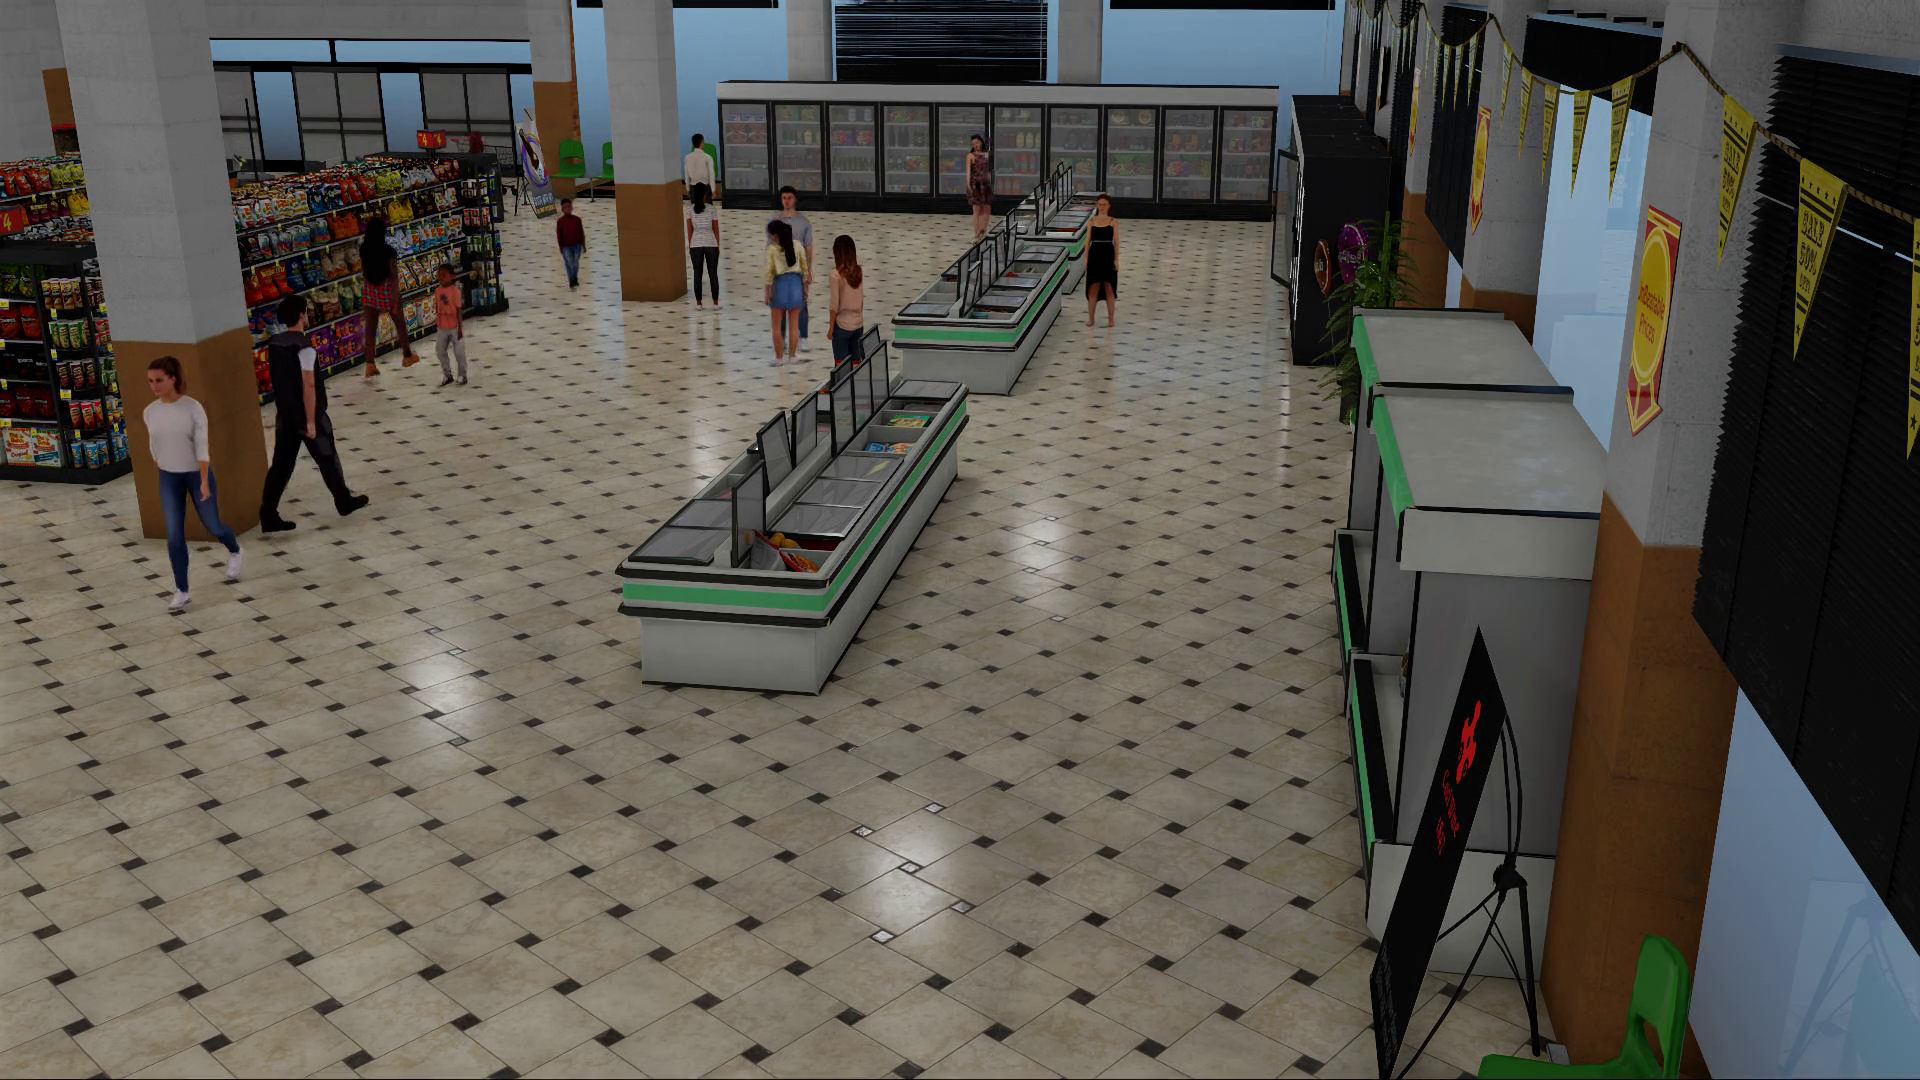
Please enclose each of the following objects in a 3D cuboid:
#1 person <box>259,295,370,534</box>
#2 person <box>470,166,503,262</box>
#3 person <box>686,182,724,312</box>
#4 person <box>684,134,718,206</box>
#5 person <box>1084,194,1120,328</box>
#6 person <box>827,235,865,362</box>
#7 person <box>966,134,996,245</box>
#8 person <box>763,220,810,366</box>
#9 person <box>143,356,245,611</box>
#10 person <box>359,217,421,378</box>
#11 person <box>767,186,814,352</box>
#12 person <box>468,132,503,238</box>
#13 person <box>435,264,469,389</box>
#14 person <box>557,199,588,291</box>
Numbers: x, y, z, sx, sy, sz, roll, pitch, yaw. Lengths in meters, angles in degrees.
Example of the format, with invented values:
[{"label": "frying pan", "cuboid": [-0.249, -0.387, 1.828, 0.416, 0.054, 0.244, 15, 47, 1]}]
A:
[{"label": "person", "cuboid": [-5.125, -0.908, 12.722, 0.926, 1.797, 1.279, 10, 21, 28]}, {"label": "person", "cuboid": [-6.910, -4.482, 23.617, 0.713, 1.608, 0.803, 10, 21, 28]}, {"label": "person", "cuboid": [-3.314, -3.798, 21.529, 0.611, 1.647, 0.595, -1, 19, -2]}, {"label": "person", "cuboid": [-4.115, -5.519, 26.378, 0.676, 1.810, 0.580, 6, 19, 16]}, {"label": "person", "cuboid": [1.763, -3.463, 20.573, 0.569, 1.623, 0.553, 3, 19, 9]}, {"label": "person", "cuboid": [-1.091, -2.067, 16.167, 0.731, 1.792, 0.632, 17, 25, 40]}, {"label": "person", "cuboid": [0.330, -5.637, 26.803, 0.892, 1.762, 0.943, -16, 24, -38]}, {"label": "person", "cuboid": [-1.911, -2.752, 18.484, 0.767, 1.610, 0.761, -2, 19, -6]}, {"label": "person", "cuboid": [-5.270, -0.422, 11.449, 0.739, 1.690, 1.143, 0, 19, -1]}, {"label": "person", "cuboid": [-6.224, -2.546, 17.770, 0.665, 1.676, 1.207, 2, 19, 6]}, {"label": "person", "cuboid": [-1.938, -3.116, 19.128, 0.715, 1.888, 0.622, 0, 19, -1]}, {"label": "person", "cuboid": [-7.872, -5.716, 27.032, 0.876, 1.765, 0.821, -11, 22, -30]}, {"label": "person", "cuboid": [-5.335, -2.267, 17.535, 0.537, 1.297, 0.607, 6, 19, 17]}, {"label": "person", "cuboid": [-5.392, -4.088, 23.053, 0.791, 1.222, 0.937, -7, 20, -21]}]
